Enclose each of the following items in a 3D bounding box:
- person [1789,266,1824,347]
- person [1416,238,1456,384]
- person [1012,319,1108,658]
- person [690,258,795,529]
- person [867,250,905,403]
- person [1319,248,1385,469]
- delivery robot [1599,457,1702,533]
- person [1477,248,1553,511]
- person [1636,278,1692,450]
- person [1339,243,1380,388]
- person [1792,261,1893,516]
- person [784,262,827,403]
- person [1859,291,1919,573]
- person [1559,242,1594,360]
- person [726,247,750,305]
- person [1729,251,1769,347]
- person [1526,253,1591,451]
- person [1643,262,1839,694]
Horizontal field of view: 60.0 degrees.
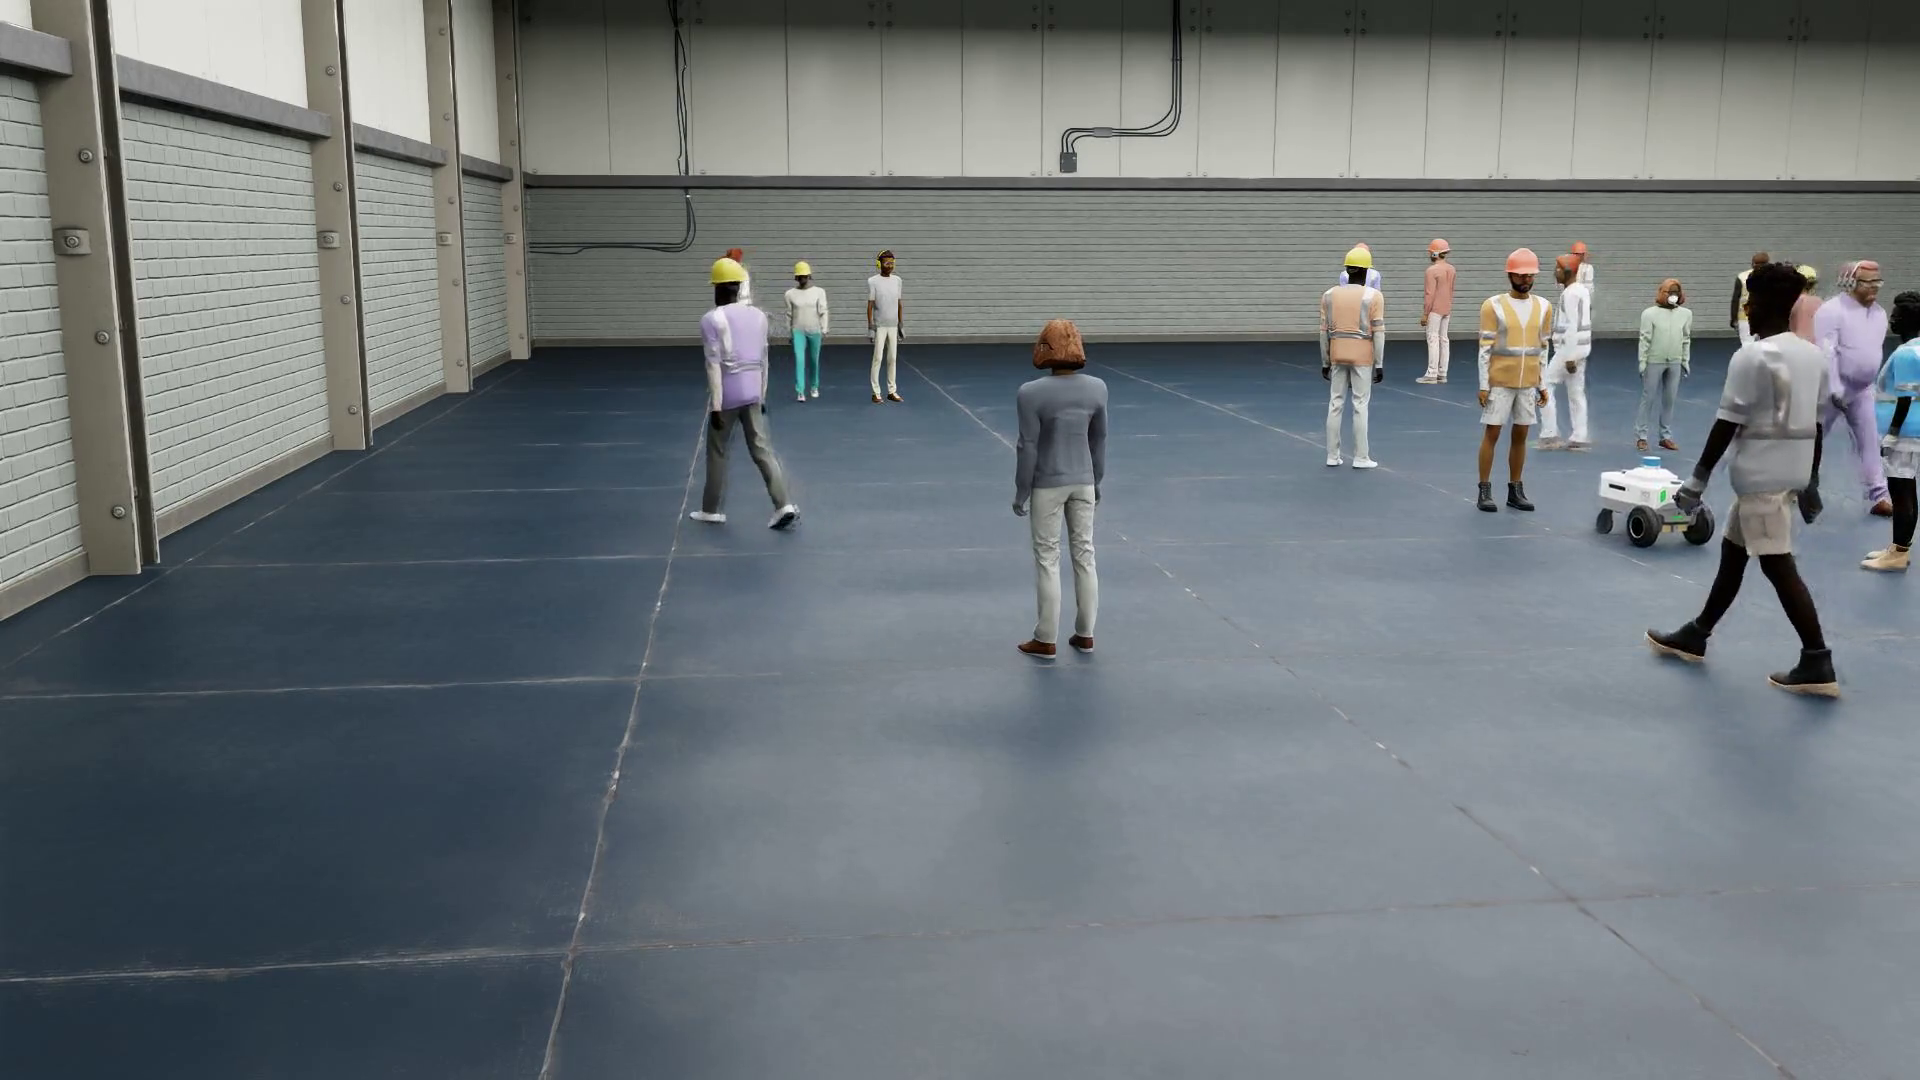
[{"bbox_3d":[8.806,-1.997,17.385,0.525,1.725,0.890,-4,11,-20],"label":"person"},{"bbox_3d":[6.603,-3.164,23.035,0.612,1.997,0.375,-9,14,-41],"label":"person"},{"bbox_3d":[0.482,-0.244,8.028,0.500,1.633,0.283,-6,12,-29],"label":"person"},{"bbox_3d":[-1.516,-1.015,11.573,0.959,1.884,0.599,9,14,42],"label":"person"},{"bbox_3d":[-0.900,-2.605,20.360,0.521,1.859,0.317,-8,13,-37],"label":"person"},{"bbox_3d":[3.438,-1.583,14.562,0.592,1.926,0.366,8,13,36],"label":"person"},{"bbox_3d":[4.606,-0.312,11.103,0.477,0.478,0.707,-3,11,-14],"label":"delivery robot"},{"bbox_3d":[4.099,-1.173,12.282,0.547,1.938,0.377,-1,10,-6],"label":"person"},{"bbox_3d":[6.694,-1.664,15.815,0.507,1.631,0.267,-1,10,-4],"label":"person"},{"bbox_3d":[5.343,-3.005,22.330,0.549,1.936,0.376,1,10,3],"label":"person"},{"bbox_3d":[6.556,-1.127,12.293,0.635,1.855,1.040,-2,11,-12],"label":"person"},{"bbox_3d":[-1.914,-2.598,20.680,0.522,1.724,0.897,-1,10,-7],"label":"person"},{"bbox_3d":[5.711,-0.653,10.091,0.319,1.697,0.533,8,13,37],"label":"person"},{"bbox_3d":[10.131,-3.922,27.346,0.545,1.942,0.353,8,13,38],"label":"person"},{"bbox_3d":[-3.173,-3.156,23.334,0.541,1.866,0.614,4,11,19],"label":"person"},{"bbox_3d":[11.023,-3.085,23.095,0.629,1.826,0.566,2,11,11],"label":"person"},{"bbox_3d":[5.684,-1.767,15.750,0.676,1.860,0.578,7,13,35],"label":"person"},{"bbox_3d":[3.628,-0.293,7.551,0.608,1.915,0.992,-8,13,-38],"label":"person"}]
